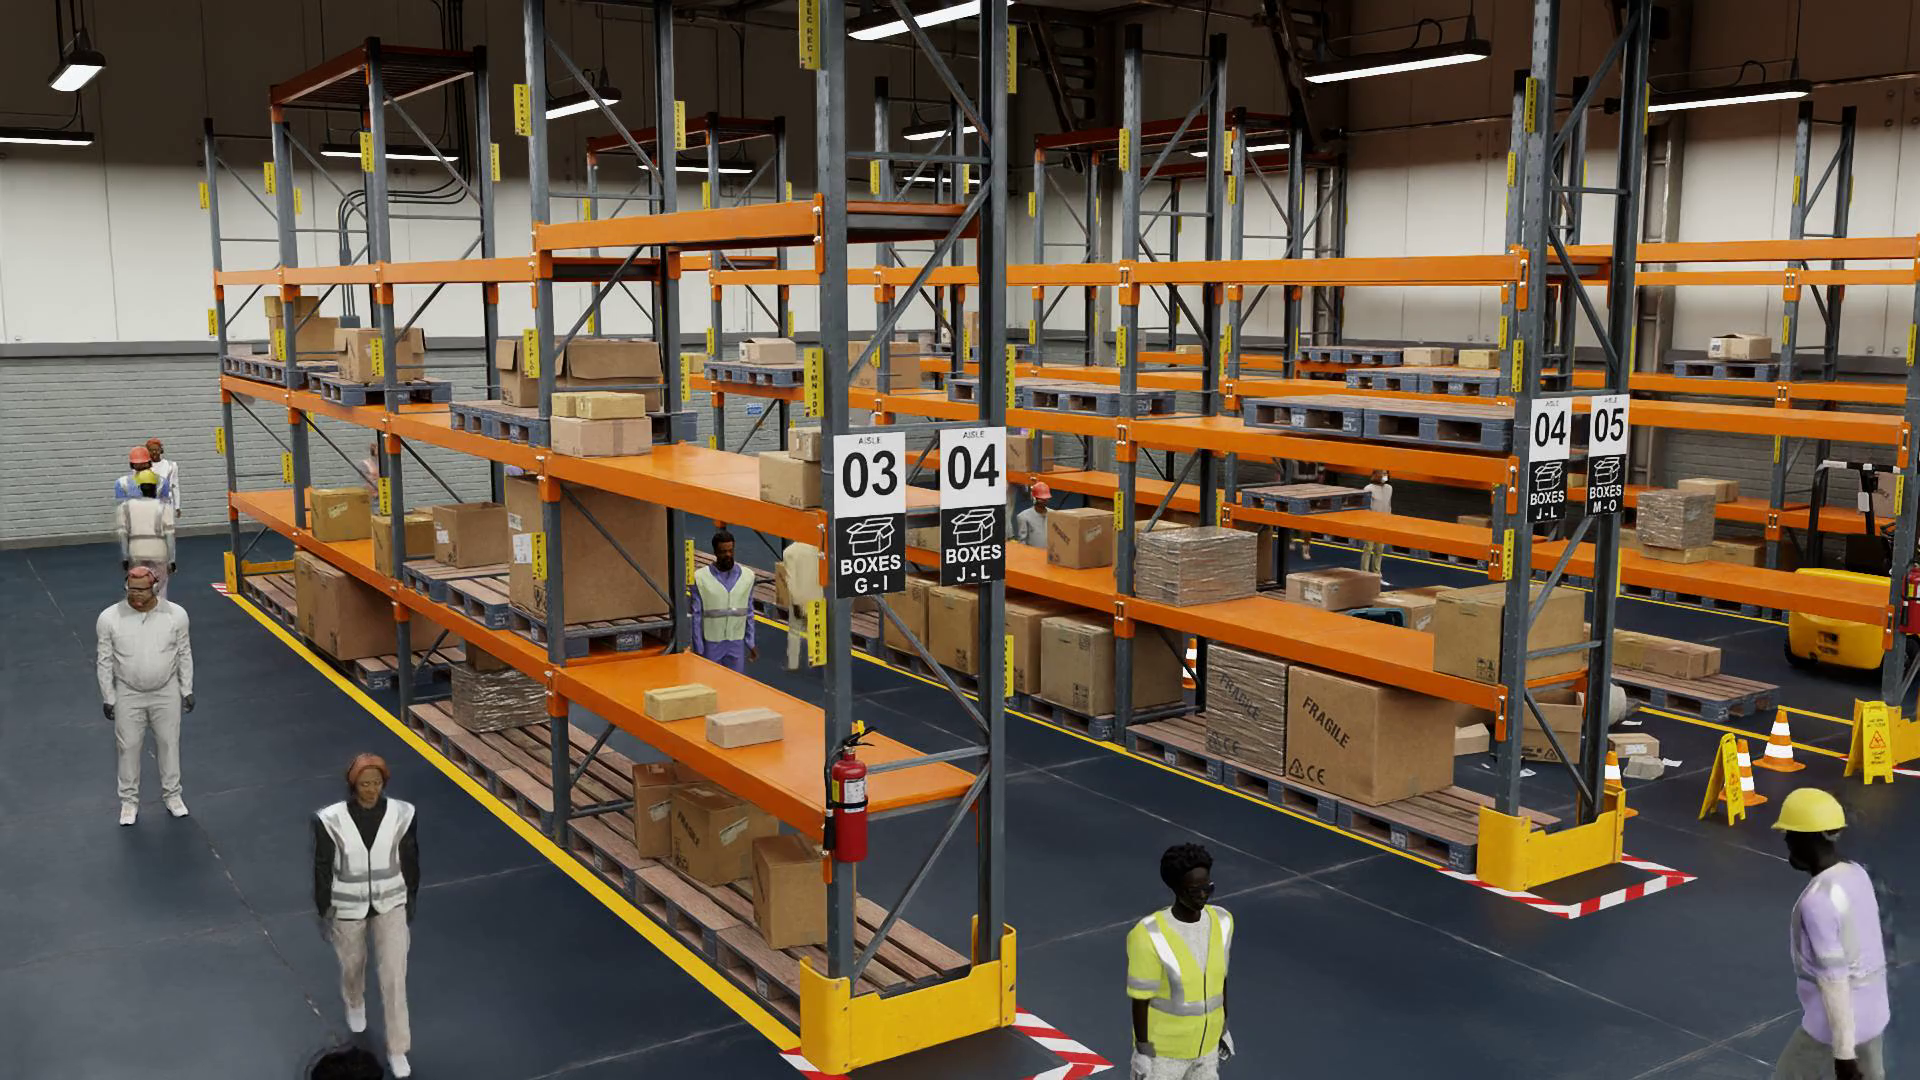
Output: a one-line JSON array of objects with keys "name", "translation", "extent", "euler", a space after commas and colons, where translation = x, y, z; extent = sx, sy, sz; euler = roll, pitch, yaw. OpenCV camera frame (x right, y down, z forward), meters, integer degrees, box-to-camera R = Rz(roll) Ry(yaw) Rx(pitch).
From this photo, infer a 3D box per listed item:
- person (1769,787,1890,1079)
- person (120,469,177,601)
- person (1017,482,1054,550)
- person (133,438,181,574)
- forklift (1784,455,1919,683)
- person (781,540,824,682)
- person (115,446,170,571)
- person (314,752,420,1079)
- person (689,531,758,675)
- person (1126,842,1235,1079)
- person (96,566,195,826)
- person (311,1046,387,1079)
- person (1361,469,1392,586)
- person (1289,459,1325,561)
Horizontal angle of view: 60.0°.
[{"name": "person", "translation": [3.728, 1.976, 6.869], "extent": [0.600, 1.859, 0.992], "euler": [-7, 11, -41]}, {"name": "person", "translation": [-9.153, 0.168, 18.714], "extent": [0.611, 1.901, 0.690], "euler": [-1, 9, -5]}, {"name": "person", "translation": [0.905, 0.210, 18.911], "extent": [0.561, 1.753, 0.332], "euler": [-5, 10, -32]}, {"name": "person", "translation": [-11.066, -0.458, 22.933], "extent": [0.573, 1.883, 0.357], "euler": [-5, 10, -32]}, {"name": "forklift", "translation": [9.643, 0.253, 17.172], "extent": [2.313, 2.155, 1.214], "euler": [-6, 10, -33]}, {"name": "person", "translation": [-1.481, 0.575, 16.739], "extent": [0.568, 1.689, 0.899], "euler": [-7, 11, -41]}, {"name": "person", "translation": [-9.869, -0.119, 20.140], "extent": [0.605, 2.045, 0.386], "euler": [-5, 10, -32]}, {"name": "person", "translation": [-3.024, 1.849, 8.503], "extent": [0.512, 1.602, 0.822], "euler": [-4, 9, -22]}, {"name": "person", "translation": [-1.993, 0.867, 13.995], "extent": [0.587, 1.920, 0.394], "euler": [-5, 10, -32]}, {"name": "person", "translation": [0.905, 2.055, 6.816], "extent": [0.530, 1.697, 0.322], "euler": [-5, 10, -32]}, {"name": "person", "translation": [-5.990, 1.135, 12.267], "extent": [0.637, 1.904, 0.403], "euler": [-5, 10, -32]}, {"name": "person", "translation": [-1.884, 2.332, 5.146], "extent": [0.527, 1.657, 0.886], "euler": [-5, 10, -30]}, {"name": "person", "translation": [5.516, -0.190, 21.969], "extent": [0.498, 1.634, 0.282], "euler": [-5, 10, -32]}, {"name": "person", "translation": [4.992, -0.729, 24.282], "extent": [0.620, 2.022, 0.708], "euler": [-1, 9, -4]}]
